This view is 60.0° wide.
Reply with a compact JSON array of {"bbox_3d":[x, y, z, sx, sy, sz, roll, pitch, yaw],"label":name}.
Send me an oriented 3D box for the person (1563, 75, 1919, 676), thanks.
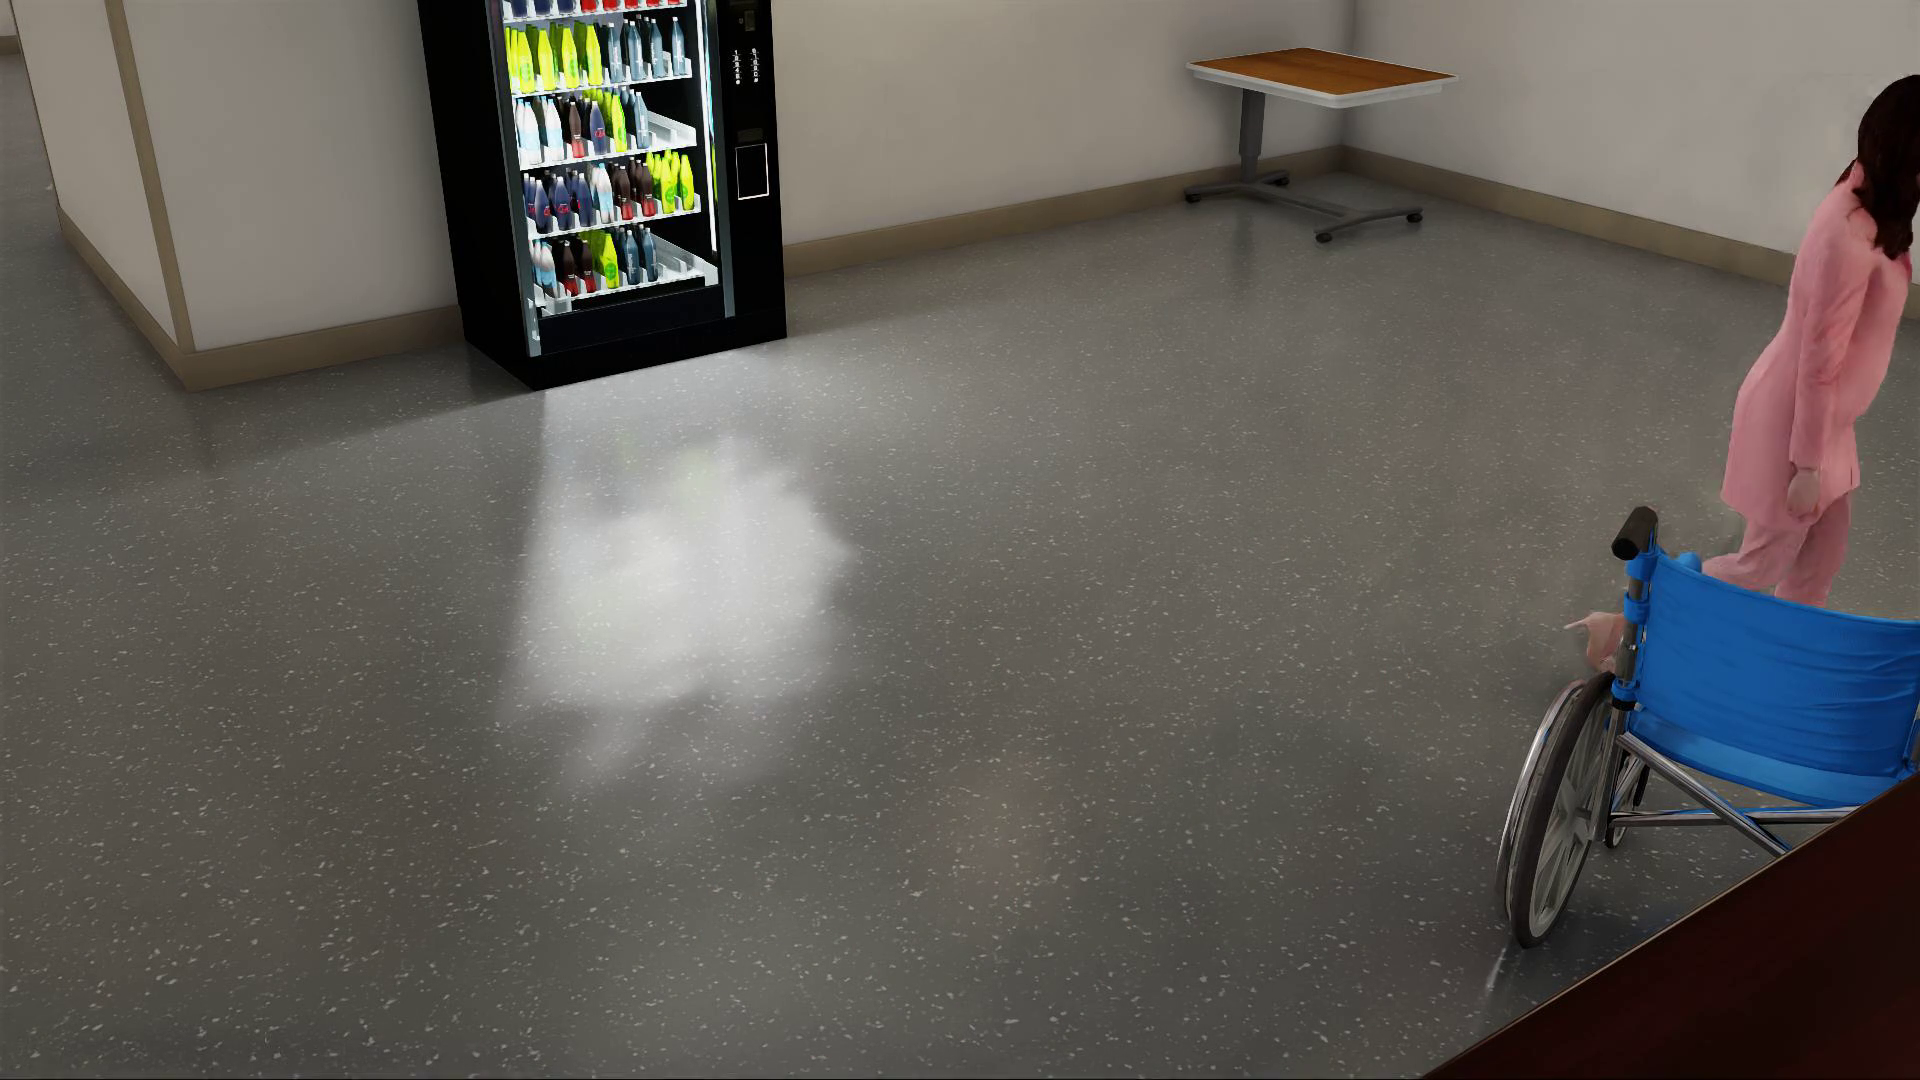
[{"bbox_3d":[2.013,-0.264,4.188,0.989,1.772,1.047,13,28,24],"label":"person"}]
